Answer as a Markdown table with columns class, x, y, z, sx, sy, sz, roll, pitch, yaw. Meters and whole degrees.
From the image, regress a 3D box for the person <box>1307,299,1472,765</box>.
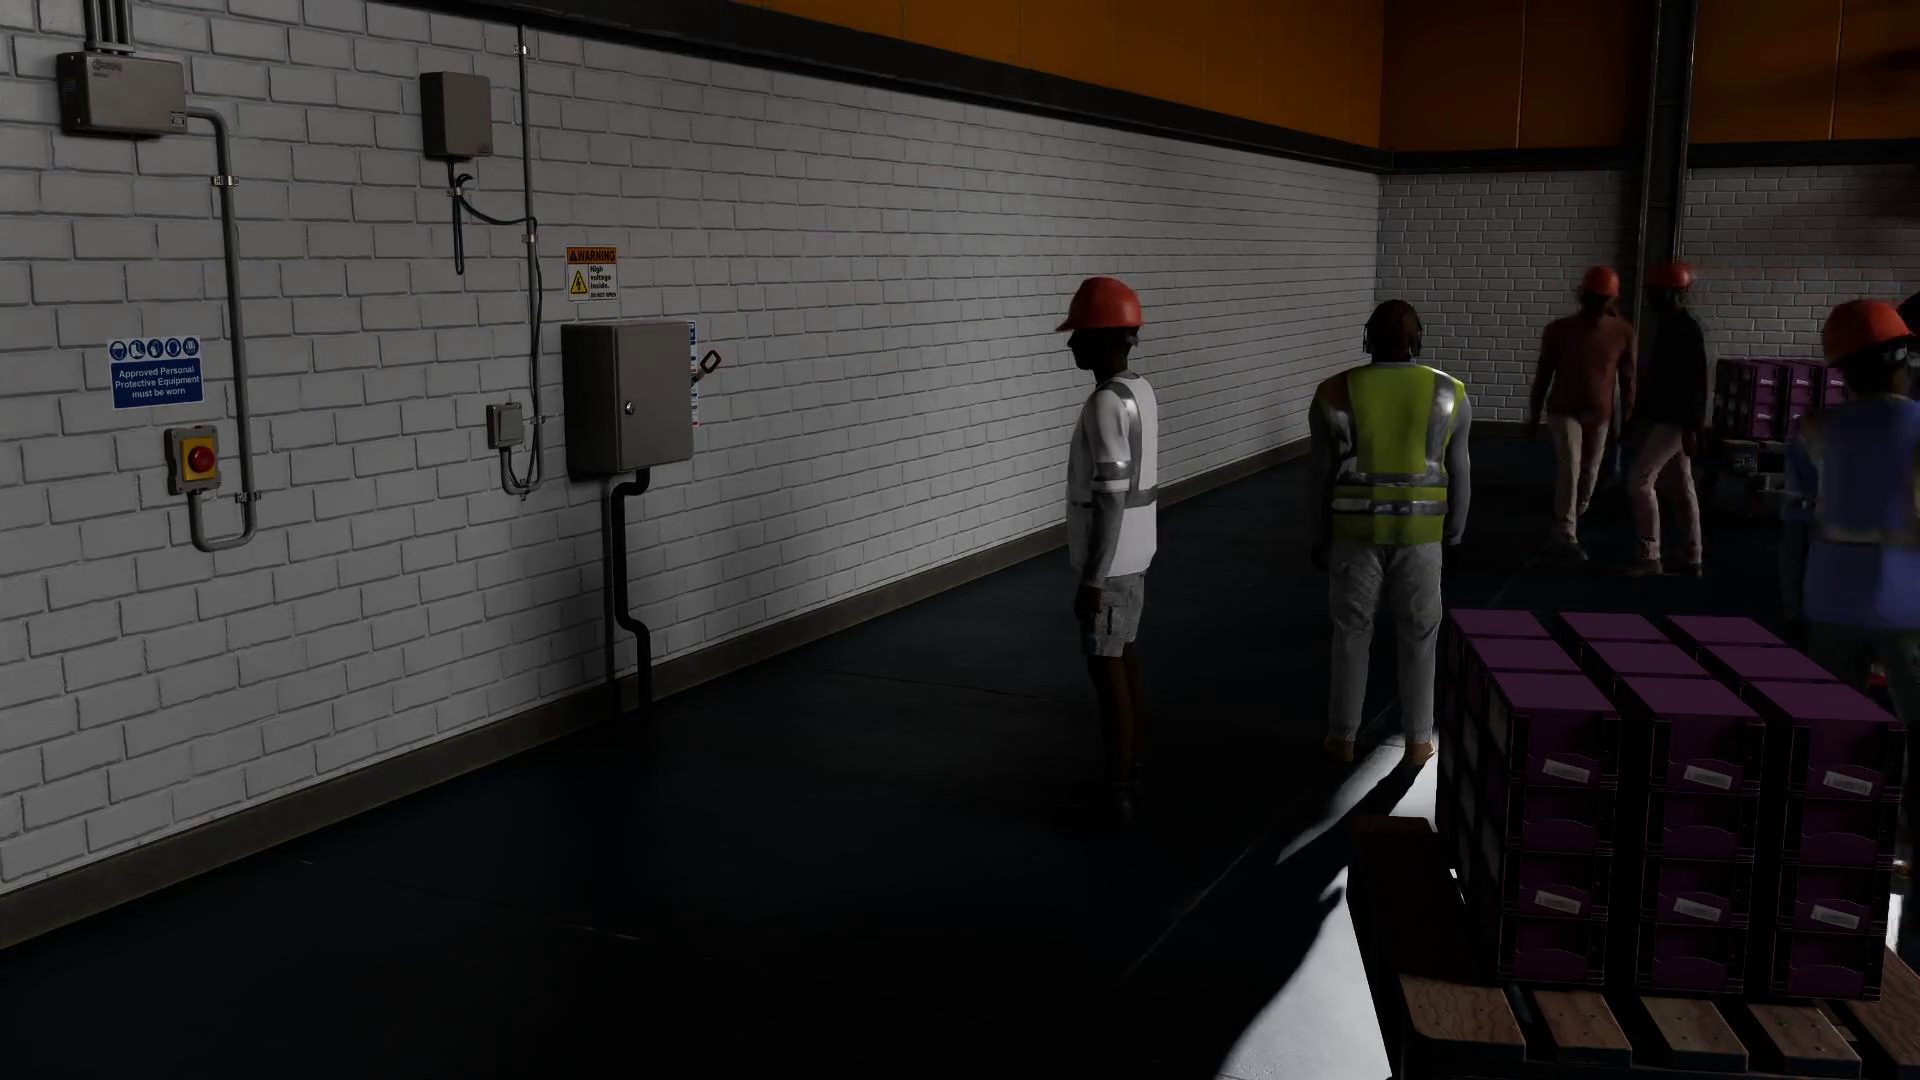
| class | x | y | z | sx | sy | sz | roll | pitch | yaw |
| --- | --- | --- | --- | --- | --- | --- | --- | --- | --- |
| person | 1.680 | -0.021 | 6.574 | 0.627 | 1.844 | 0.429 | 2 | 10 | 11 |

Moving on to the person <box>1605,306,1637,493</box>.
| class | x | y | z | sx | sy | sz | roll | pitch | yaw |
| --- | --- | --- | --- | --- | --- | --- | --- | --- | --- |
| person | 5.468 | -1.196 | 14.125 | 0.537 | 1.582 | 0.881 | 1 | 10 | 7 |

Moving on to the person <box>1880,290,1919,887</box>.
| class | x | y | z | sx | sy | sz | roll | pitch | yaw |
| --- | --- | --- | --- | --- | --- | --- | --- | --- | --- |
| person | 3.135 | 0.149 | 5.390 | 0.434 | 1.919 | 0.639 | -1 | 10 | -7 |

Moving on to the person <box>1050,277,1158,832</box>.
| class | x | y | z | sx | sy | sz | roll | pitch | yaw |
| --- | --- | --- | --- | --- | --- | --- | --- | --- | --- |
| person | 0.502 | 0.056 | 5.852 | 0.361 | 1.935 | 0.552 | 3 | 10 | 17 |

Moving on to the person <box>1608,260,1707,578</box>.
| class | x | y | z | sx | sy | sz | roll | pitch | yaw |
| --- | --- | --- | --- | --- | --- | --- | --- | --- | --- |
| person | 4.334 | -0.731 | 10.306 | 0.713 | 1.968 | 0.610 | 3 | 10 | 17 |

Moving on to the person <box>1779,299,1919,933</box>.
| class | x | y | z | sx | sy | sz | roll | pitch | yaw |
| --- | --- | --- | --- | --- | --- | --- | --- | --- | --- |
| person | 2.880 | 0.219 | 5.070 | 0.416 | 1.880 | 0.773 | -9 | 13 | -41 |

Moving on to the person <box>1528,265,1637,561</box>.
| class | x | y | z | sx | sy | sz | roll | pitch | yaw |
| --- | --- | --- | --- | --- | --- | --- | --- | --- | --- |
| person | 4.179 | -0.873 | 11.217 | 0.659 | 1.951 | 0.851 | 1 | 10 | 6 |
